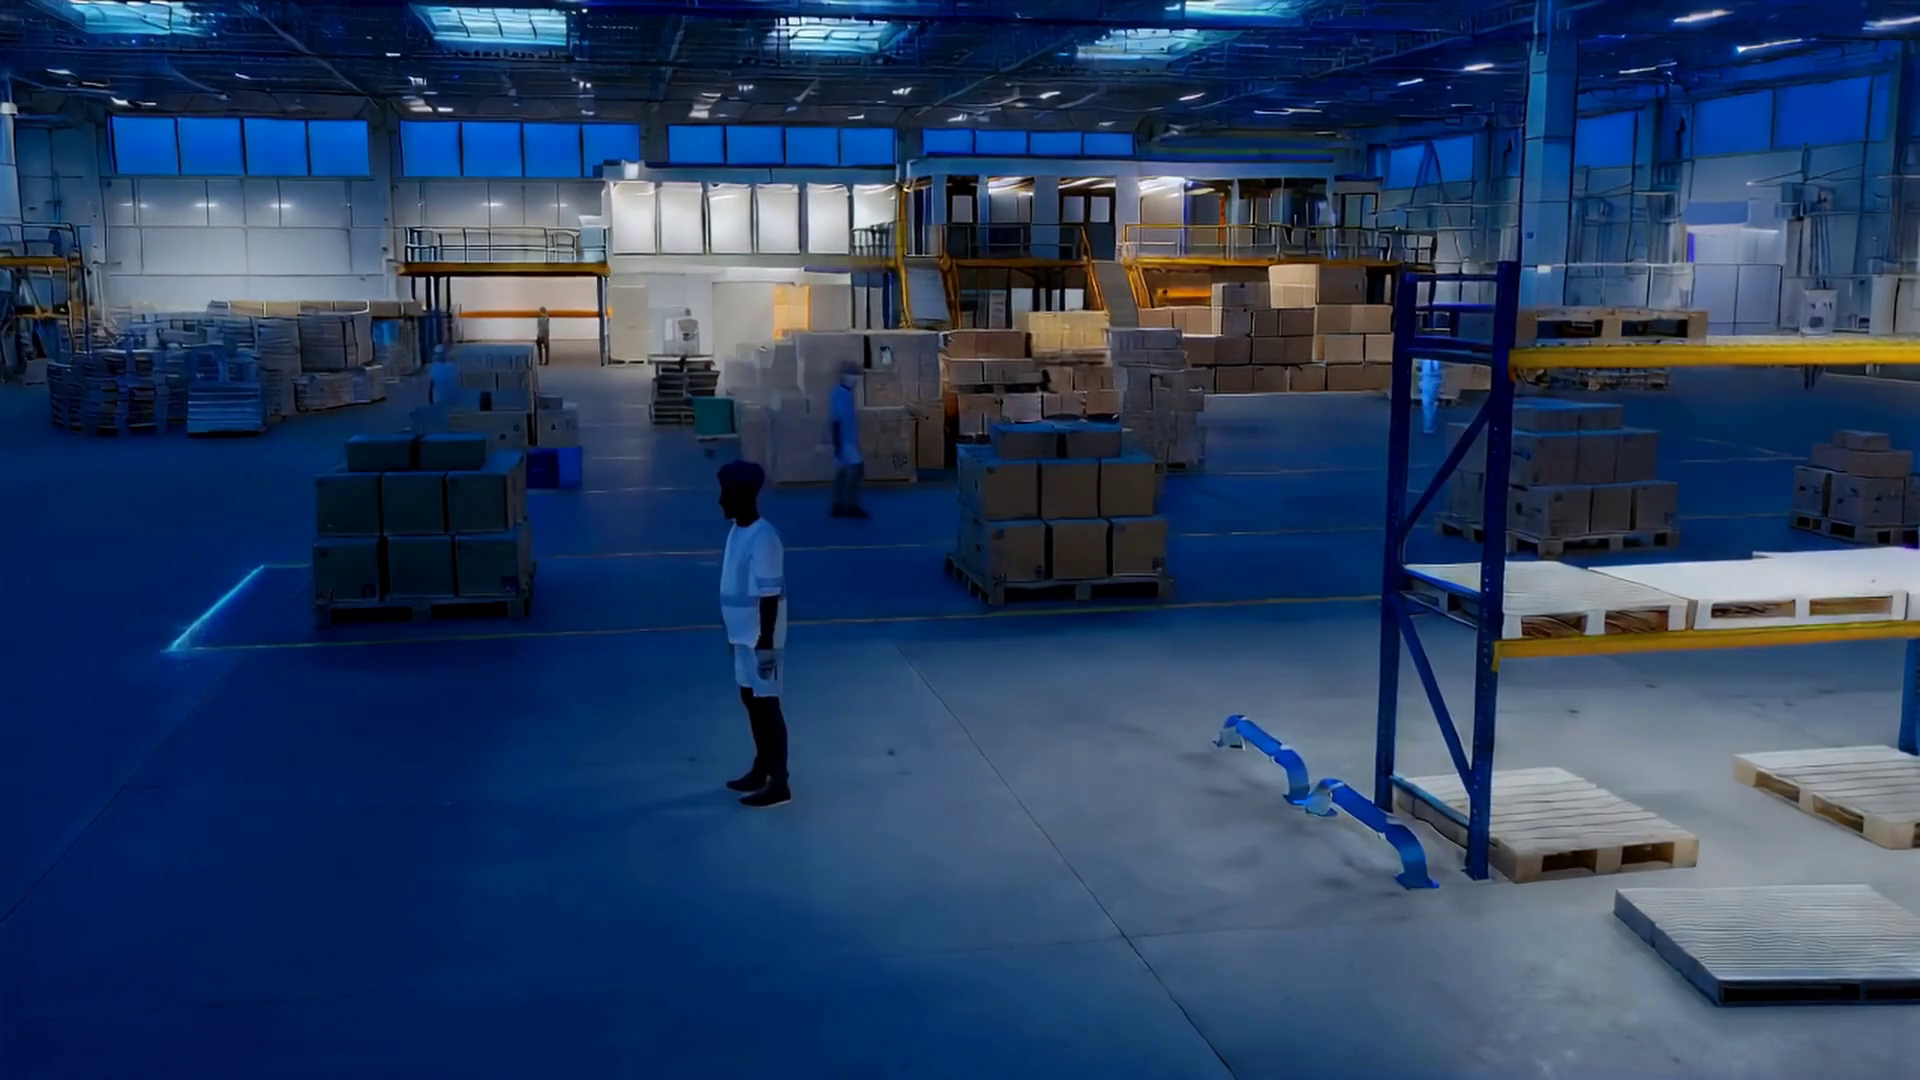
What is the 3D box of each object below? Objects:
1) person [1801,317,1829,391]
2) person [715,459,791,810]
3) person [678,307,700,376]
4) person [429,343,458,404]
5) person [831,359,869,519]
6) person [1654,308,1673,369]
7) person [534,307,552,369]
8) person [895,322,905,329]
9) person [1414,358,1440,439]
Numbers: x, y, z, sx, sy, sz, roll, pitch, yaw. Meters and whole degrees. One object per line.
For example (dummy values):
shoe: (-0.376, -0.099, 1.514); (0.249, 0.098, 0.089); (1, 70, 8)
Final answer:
person: (20.855, -4.538, 40.602); (0.642, 1.822, 0.802); (4, 10, 24)
person: (-1.159, 0.520, 9.283); (0.378, 1.958, 0.606); (-4, 10, -23)
person: (-7.378, -5.383, 45.362); (0.600, 1.917, 0.377); (-2, 10, -14)
person: (-8.059, -2.183, 26.102); (0.507, 1.848, 0.721); (2, 10, 12)
person: (-1.276, -1.200, 19.860); (0.657, 1.914, 0.583); (2, 9, 10)
person: (20.884, -5.991, 49.482); (0.627, 1.796, 0.976); (-1, 9, -8)
person: (-12.355, -5.991, 49.306); (0.504, 1.840, 0.345); (-2, 10, -12)
person: (-1.290, -4.292, 39.353); (0.757, 1.718, 0.486); (-6, 11, -34)
person: (8.240, -2.722, 29.246); (0.347, 1.882, 0.584); (6, 11, 34)
